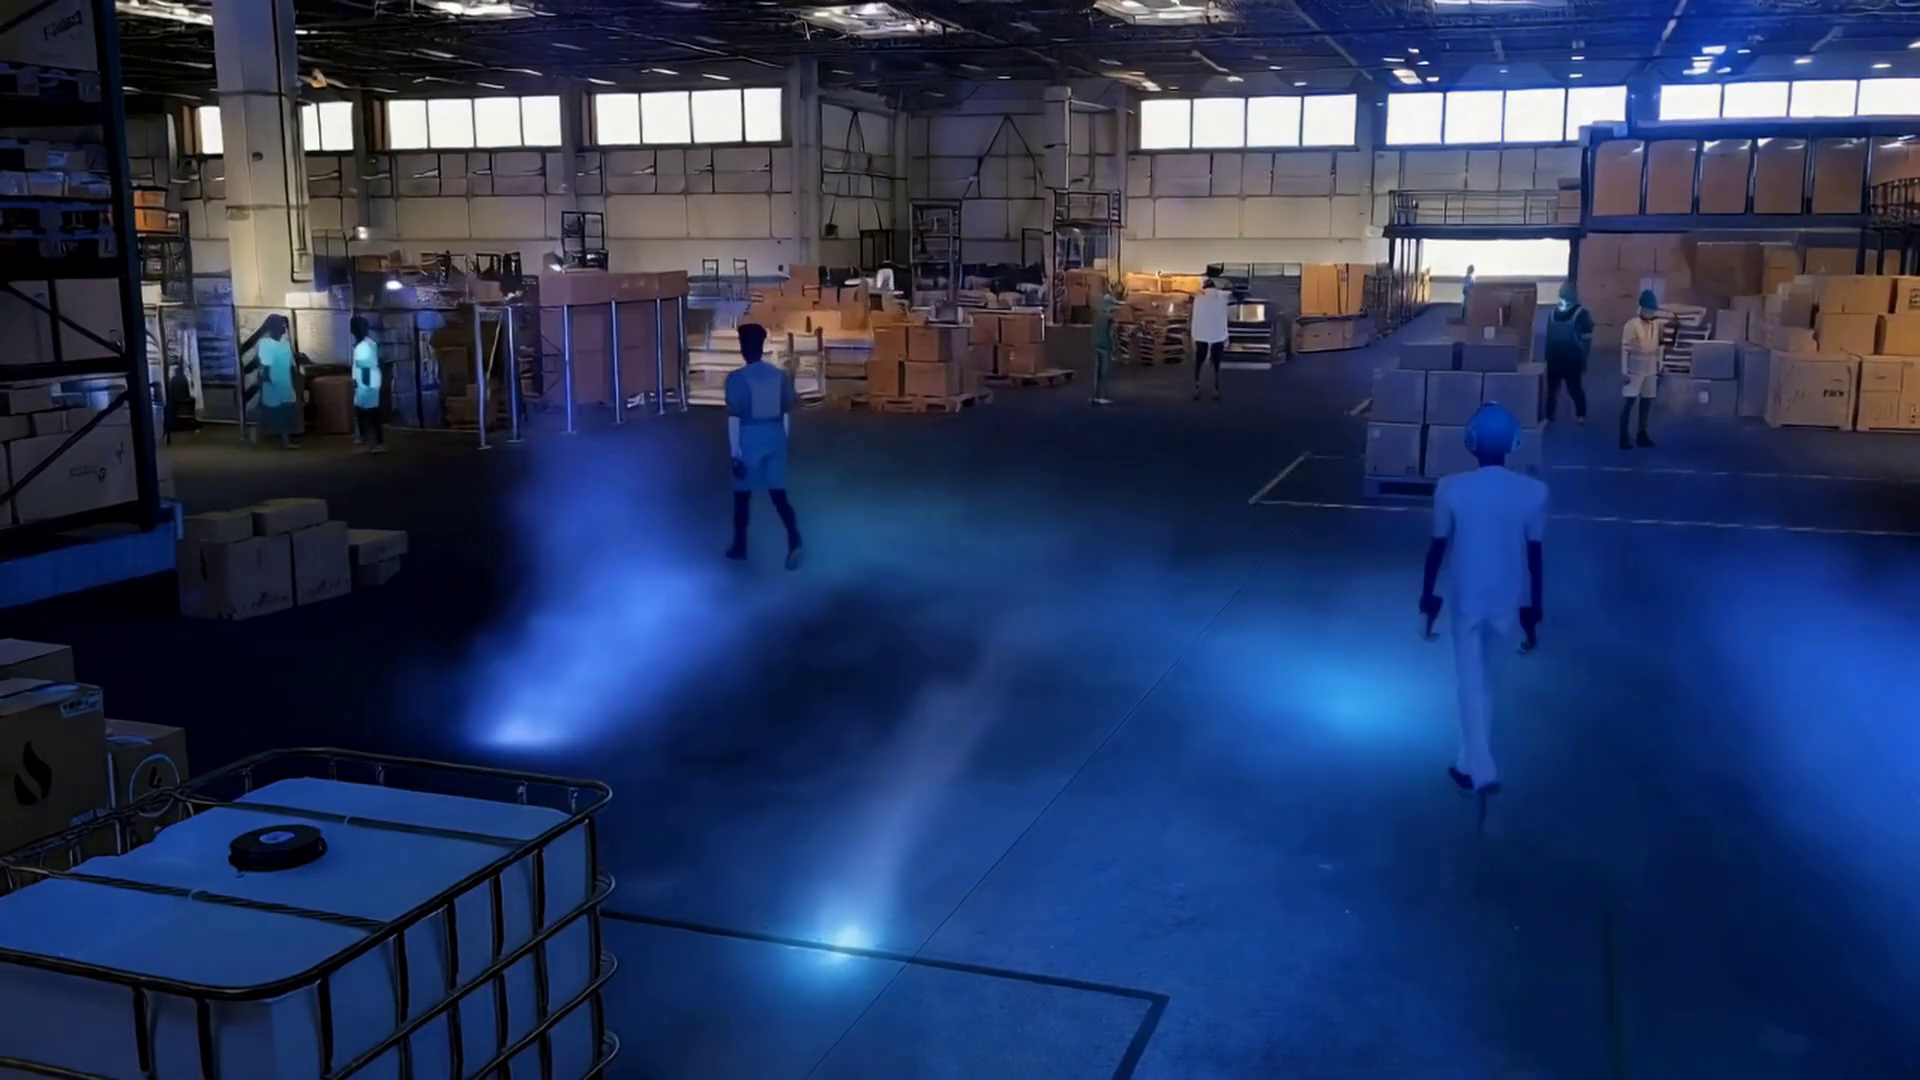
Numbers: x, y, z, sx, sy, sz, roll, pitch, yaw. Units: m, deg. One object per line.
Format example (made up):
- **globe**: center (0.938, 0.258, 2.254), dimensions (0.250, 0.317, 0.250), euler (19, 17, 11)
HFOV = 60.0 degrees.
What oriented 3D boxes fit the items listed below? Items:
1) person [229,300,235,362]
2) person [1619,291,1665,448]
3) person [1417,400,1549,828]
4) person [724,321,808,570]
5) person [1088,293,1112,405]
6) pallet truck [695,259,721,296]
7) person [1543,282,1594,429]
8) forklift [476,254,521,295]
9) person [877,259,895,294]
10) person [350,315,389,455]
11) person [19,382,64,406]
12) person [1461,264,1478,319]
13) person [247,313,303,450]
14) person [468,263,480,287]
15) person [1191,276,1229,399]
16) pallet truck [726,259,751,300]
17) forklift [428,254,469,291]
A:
- **person**: center (-14.667, -4.369, 33.924), dimensions (0.881, 1.727, 0.530), euler (5, 11, 25)
- **person**: center (8.415, -2.092, 20.505), dimensions (0.542, 1.939, 0.362), euler (-1, 10, -8)
- **person**: center (2.303, 0.311, 7.297), dimensions (0.513, 1.836, 0.909), euler (1, 10, 4)
- **person**: center (-1.524, -0.728, 12.873), dimensions (0.611, 1.938, 0.959), euler (-7, 12, -34)
- **person**: center (2.221, -2.989, 26.069), dimensions (0.332, 1.760, 0.527), euler (-5, 11, -27)
- **pallet truck**: center (-9.165, -9.627, 62.776), dimensions (0.823, 1.965, 1.885), euler (4, 11, 23)
- **person**: center (8.281, -2.528, 22.676), dimensions (0.914, 2.000, 0.684), euler (-10, 14, -43)
- **forklift**: center (-17.990, -10.121, 64.684), dimensions (1.157, 1.987, 2.680), euler (3, 11, 17)
- **person**: center (-2.568, -8.760, 57.841), dimensions (0.629, 2.007, 0.869), euler (1, 10, 5)
- **person**: center (-7.087, -1.829, 19.742), dimensions (0.526, 1.672, 0.557), euler (-3, 10, -16)
- **person**: center (-11.218, -2.006, 20.357), dimensions (0.508, 1.815, 0.603), euler (2, 10, 12)
- **person**: center (17.100, -8.291, 55.686), dimensions (0.588, 1.834, 0.943), euler (-3, 11, -17)
- **person**: center (-8.396, -1.932, 20.313), dimensions (0.635, 1.680, 0.545), euler (4, 11, 19)
- **person**: center (-17.690, -9.202, 60.788), dimensions (1.008, 1.850, 0.666), euler (-3, 10, -16)
- **person**: center (4.053, -3.274, 26.996), dimensions (0.608, 1.997, 0.375), euler (1, 10, 5)
- **pallet truck**: center (-7.986, -9.493, 62.019), dimensions (0.823, 1.965, 1.885), euler (3, 11, 17)
- **forklift**: center (-20.133, -10.254, 65.465), dimensions (1.157, 1.987, 2.680), euler (3, 11, 19)
